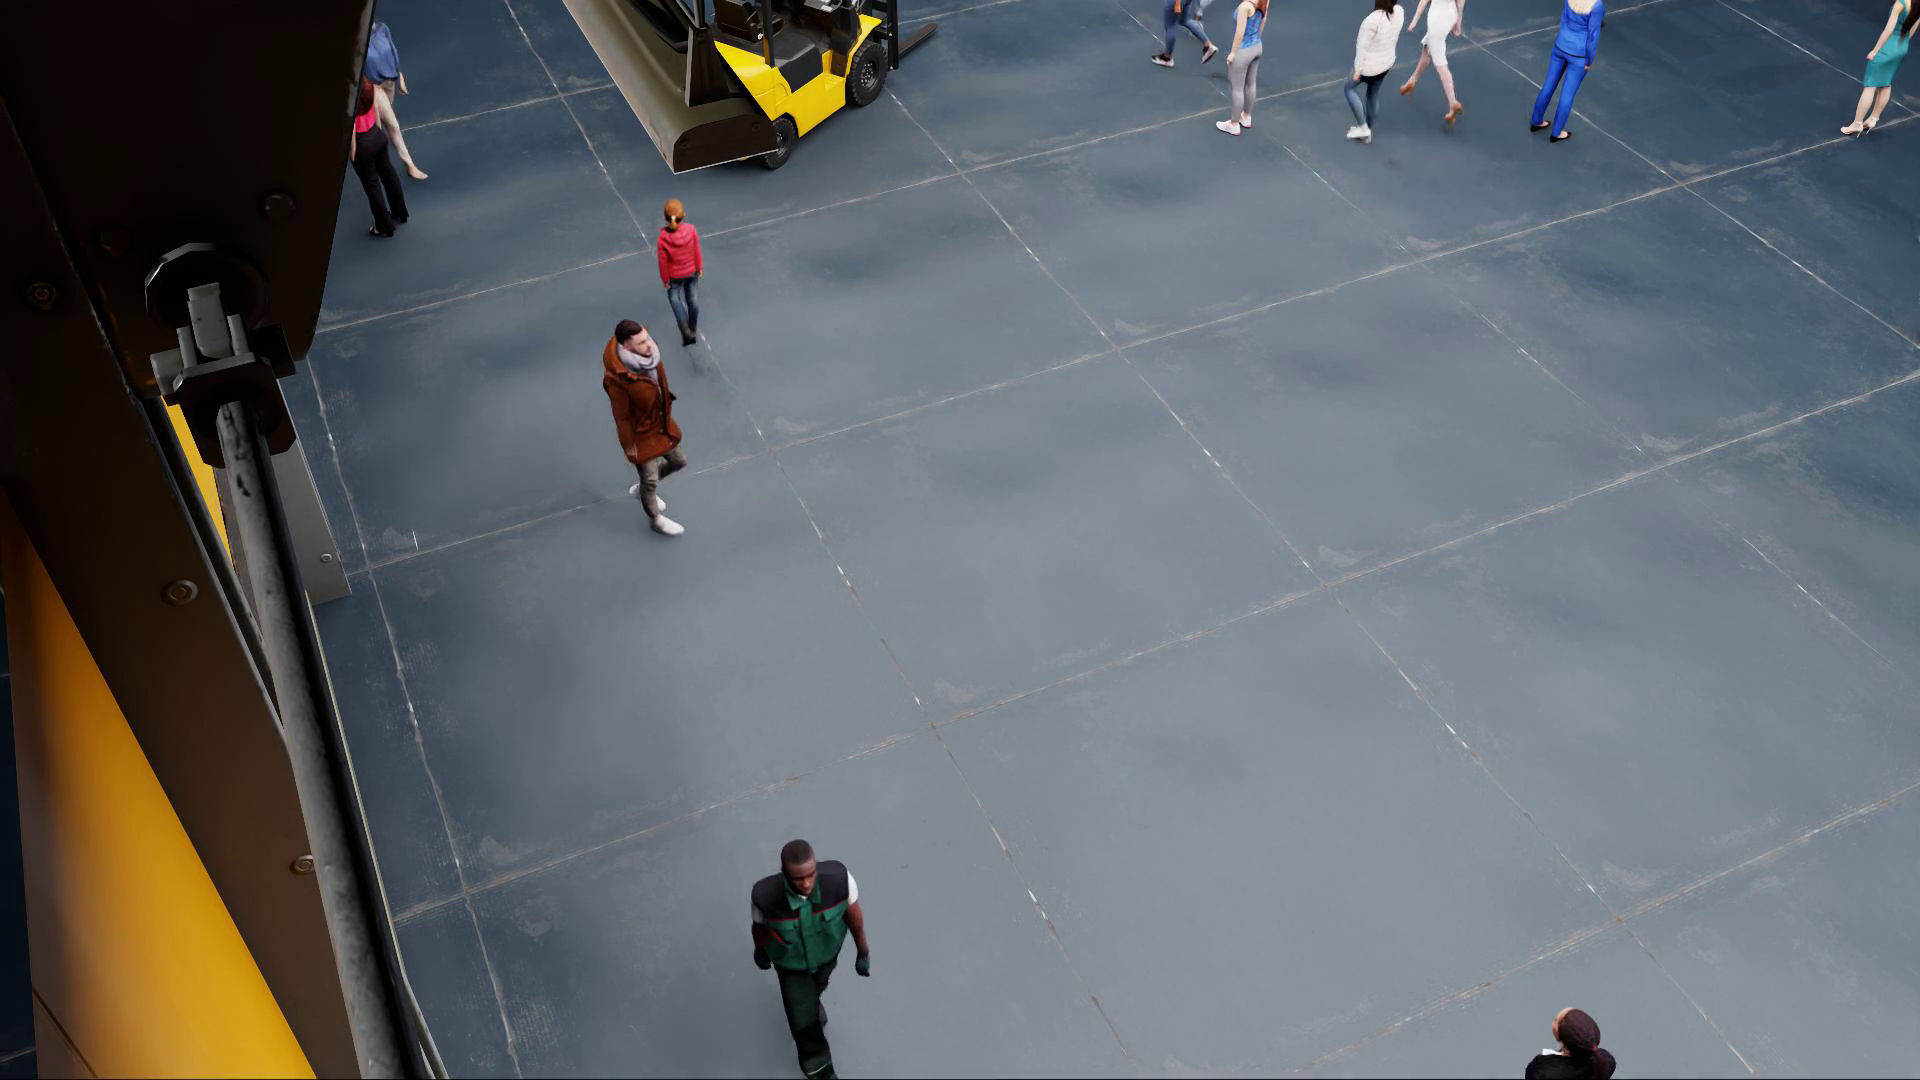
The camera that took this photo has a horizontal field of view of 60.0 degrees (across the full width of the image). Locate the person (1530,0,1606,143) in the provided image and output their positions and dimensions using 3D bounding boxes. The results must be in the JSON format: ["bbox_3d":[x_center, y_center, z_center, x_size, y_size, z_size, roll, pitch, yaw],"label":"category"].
[{"bbox_3d":[5.667,-4.515,15.427,0.686,1.700,0.508,-23,48,-22],"label":"person"}]

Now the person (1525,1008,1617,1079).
[{"bbox_3d":[2.765,2.801,7.784,0.685,1.650,0.760,-9,44,-9],"label":"person"}]

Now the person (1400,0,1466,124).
[{"bbox_3d":[4.576,-4.753,15.642,0.601,1.748,1.078,-19,47,-19],"label":"person"}]

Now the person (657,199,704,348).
[{"bbox_3d":[-2.180,-2.079,13.154,0.515,1.308,0.651,-17,46,-17],"label":"person"}]

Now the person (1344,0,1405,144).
[{"bbox_3d":[3.870,-4.386,15.342,0.697,1.630,0.650,-27,50,-25],"label":"person"}]

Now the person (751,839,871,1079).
[{"bbox_3d":[-0.800,2.026,8.498,0.739,1.786,1.166,-15,46,-15],"label":"person"}]

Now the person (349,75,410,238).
[{"bbox_3d":[-5.092,-3.391,14.276,0.704,1.660,0.651,16,46,16],"label":"person"}]

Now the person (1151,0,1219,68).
[{"bbox_3d":[2.270,-5.378,16.405,1.008,1.600,0.902,19,47,19],"label":"person"}]

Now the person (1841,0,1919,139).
[{"bbox_3d":[8.655,-4.545,15.468,0.568,1.687,0.503,-14,45,-14],"label":"person"}]

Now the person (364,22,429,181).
[{"bbox_3d":[-5.303,-4.109,15.028,1.233,1.662,0.998,26,49,25],"label":"person"}]

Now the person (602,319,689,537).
[{"bbox_3d":[-2.220,-0.786,11.420,0.967,1.827,0.909,16,46,16],"label":"person"}]

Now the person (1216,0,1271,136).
[{"bbox_3d":[2.680,-4.584,15.565,0.632,1.610,0.643,-34,53,-30],"label":"person"}]
